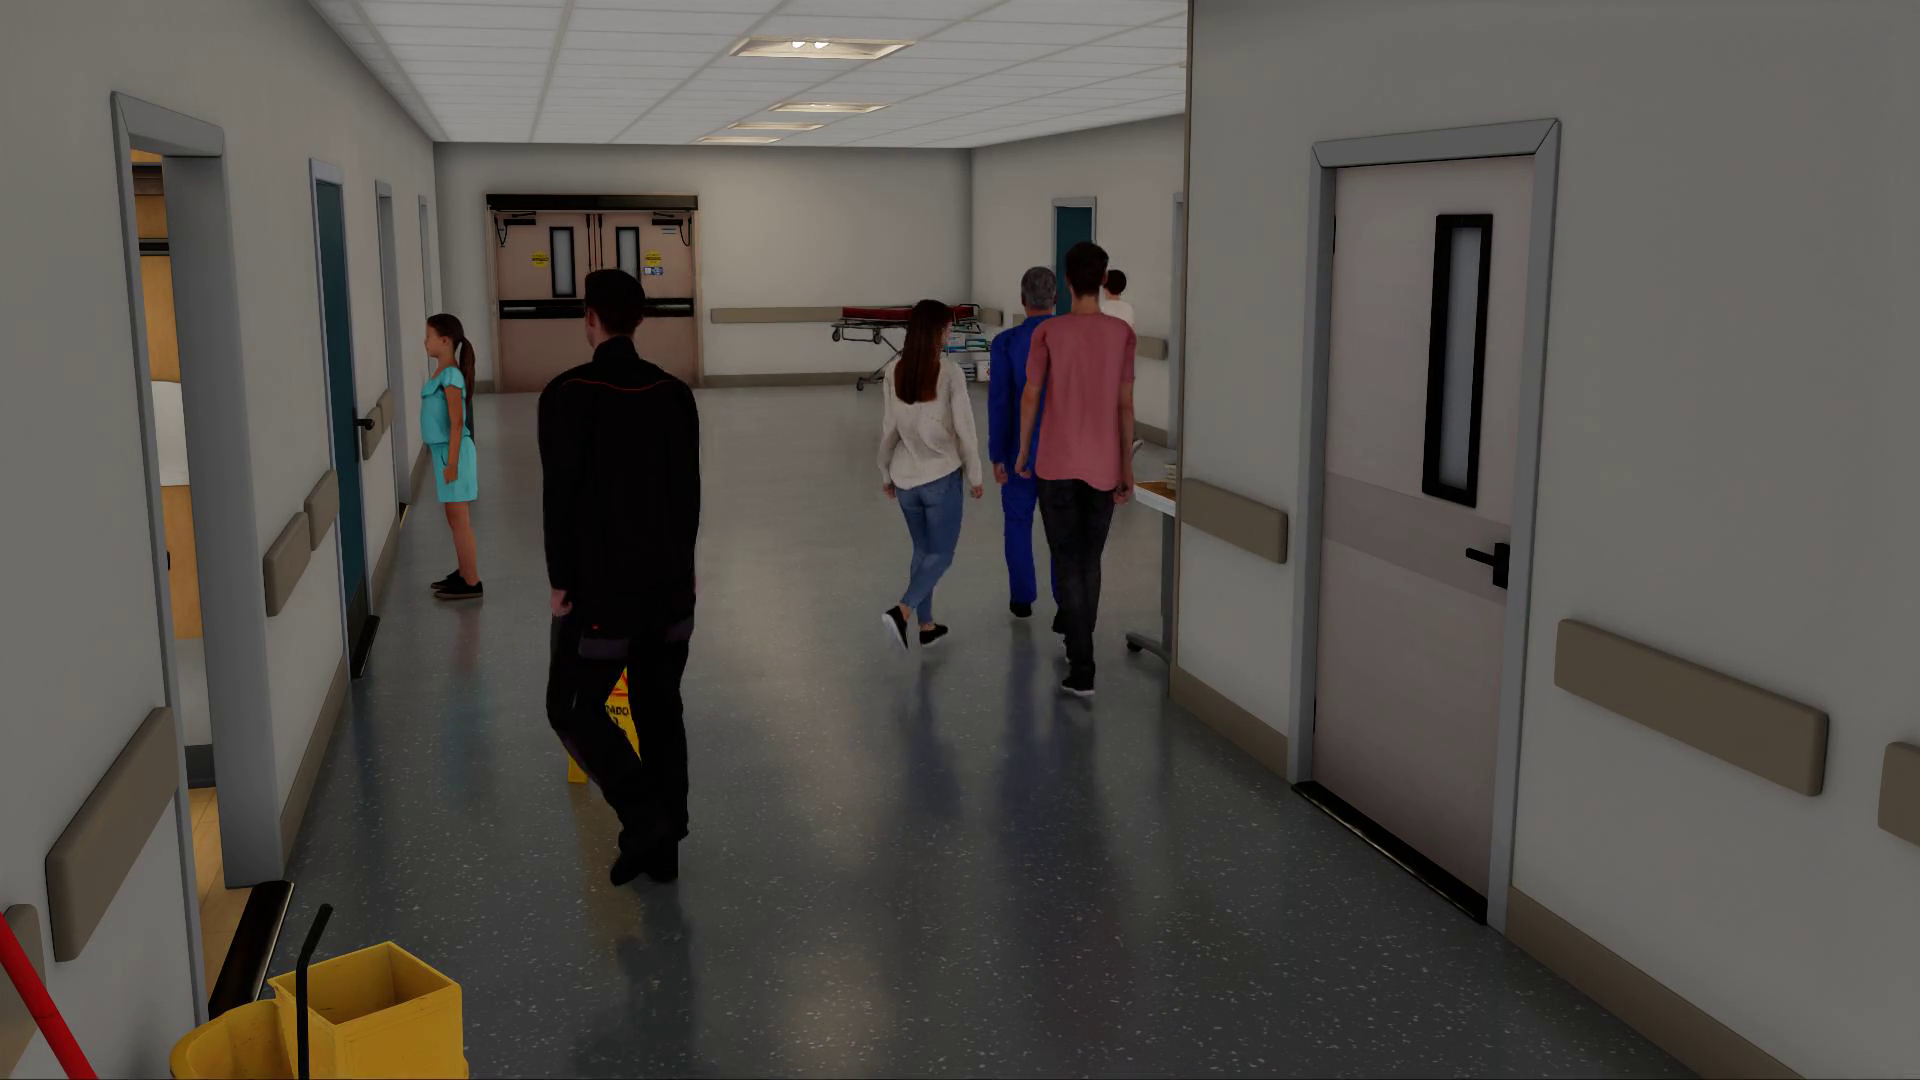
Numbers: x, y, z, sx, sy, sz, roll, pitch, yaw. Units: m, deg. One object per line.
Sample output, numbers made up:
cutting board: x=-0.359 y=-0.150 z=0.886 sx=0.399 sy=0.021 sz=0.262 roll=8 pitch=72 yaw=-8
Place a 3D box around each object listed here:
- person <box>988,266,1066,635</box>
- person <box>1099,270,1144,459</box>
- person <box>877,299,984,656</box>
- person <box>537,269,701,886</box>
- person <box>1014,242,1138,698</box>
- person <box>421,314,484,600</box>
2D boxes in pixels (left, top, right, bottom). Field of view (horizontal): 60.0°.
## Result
person: x=0.427 y=-0.408 z=8.205 sx=0.851 sy=1.795 sz=1.215 roll=-1 pitch=11 yaw=-6
person: x=1.324 y=-1.468 z=14.248 sx=0.826 sy=1.624 sz=1.191 roll=-7 pitch=13 yaw=-34
person: x=-0.158 y=-0.252 z=7.710 sx=1.009 sy=1.674 sz=1.055 roll=5 pitch=12 yaw=26
person: x=-0.971 y=0.151 z=4.991 sx=0.888 sy=1.895 sz=0.997 roll=-8 pitch=14 yaw=-37
person: x=0.514 y=-0.272 z=7.149 sx=0.652 sy=1.922 sz=1.083 roll=-2 pitch=11 yaw=-12
person: x=-2.787 y=-0.462 z=9.128 sx=0.610 sy=1.558 sz=0.465 roll=-4 pitch=11 yaw=-19
